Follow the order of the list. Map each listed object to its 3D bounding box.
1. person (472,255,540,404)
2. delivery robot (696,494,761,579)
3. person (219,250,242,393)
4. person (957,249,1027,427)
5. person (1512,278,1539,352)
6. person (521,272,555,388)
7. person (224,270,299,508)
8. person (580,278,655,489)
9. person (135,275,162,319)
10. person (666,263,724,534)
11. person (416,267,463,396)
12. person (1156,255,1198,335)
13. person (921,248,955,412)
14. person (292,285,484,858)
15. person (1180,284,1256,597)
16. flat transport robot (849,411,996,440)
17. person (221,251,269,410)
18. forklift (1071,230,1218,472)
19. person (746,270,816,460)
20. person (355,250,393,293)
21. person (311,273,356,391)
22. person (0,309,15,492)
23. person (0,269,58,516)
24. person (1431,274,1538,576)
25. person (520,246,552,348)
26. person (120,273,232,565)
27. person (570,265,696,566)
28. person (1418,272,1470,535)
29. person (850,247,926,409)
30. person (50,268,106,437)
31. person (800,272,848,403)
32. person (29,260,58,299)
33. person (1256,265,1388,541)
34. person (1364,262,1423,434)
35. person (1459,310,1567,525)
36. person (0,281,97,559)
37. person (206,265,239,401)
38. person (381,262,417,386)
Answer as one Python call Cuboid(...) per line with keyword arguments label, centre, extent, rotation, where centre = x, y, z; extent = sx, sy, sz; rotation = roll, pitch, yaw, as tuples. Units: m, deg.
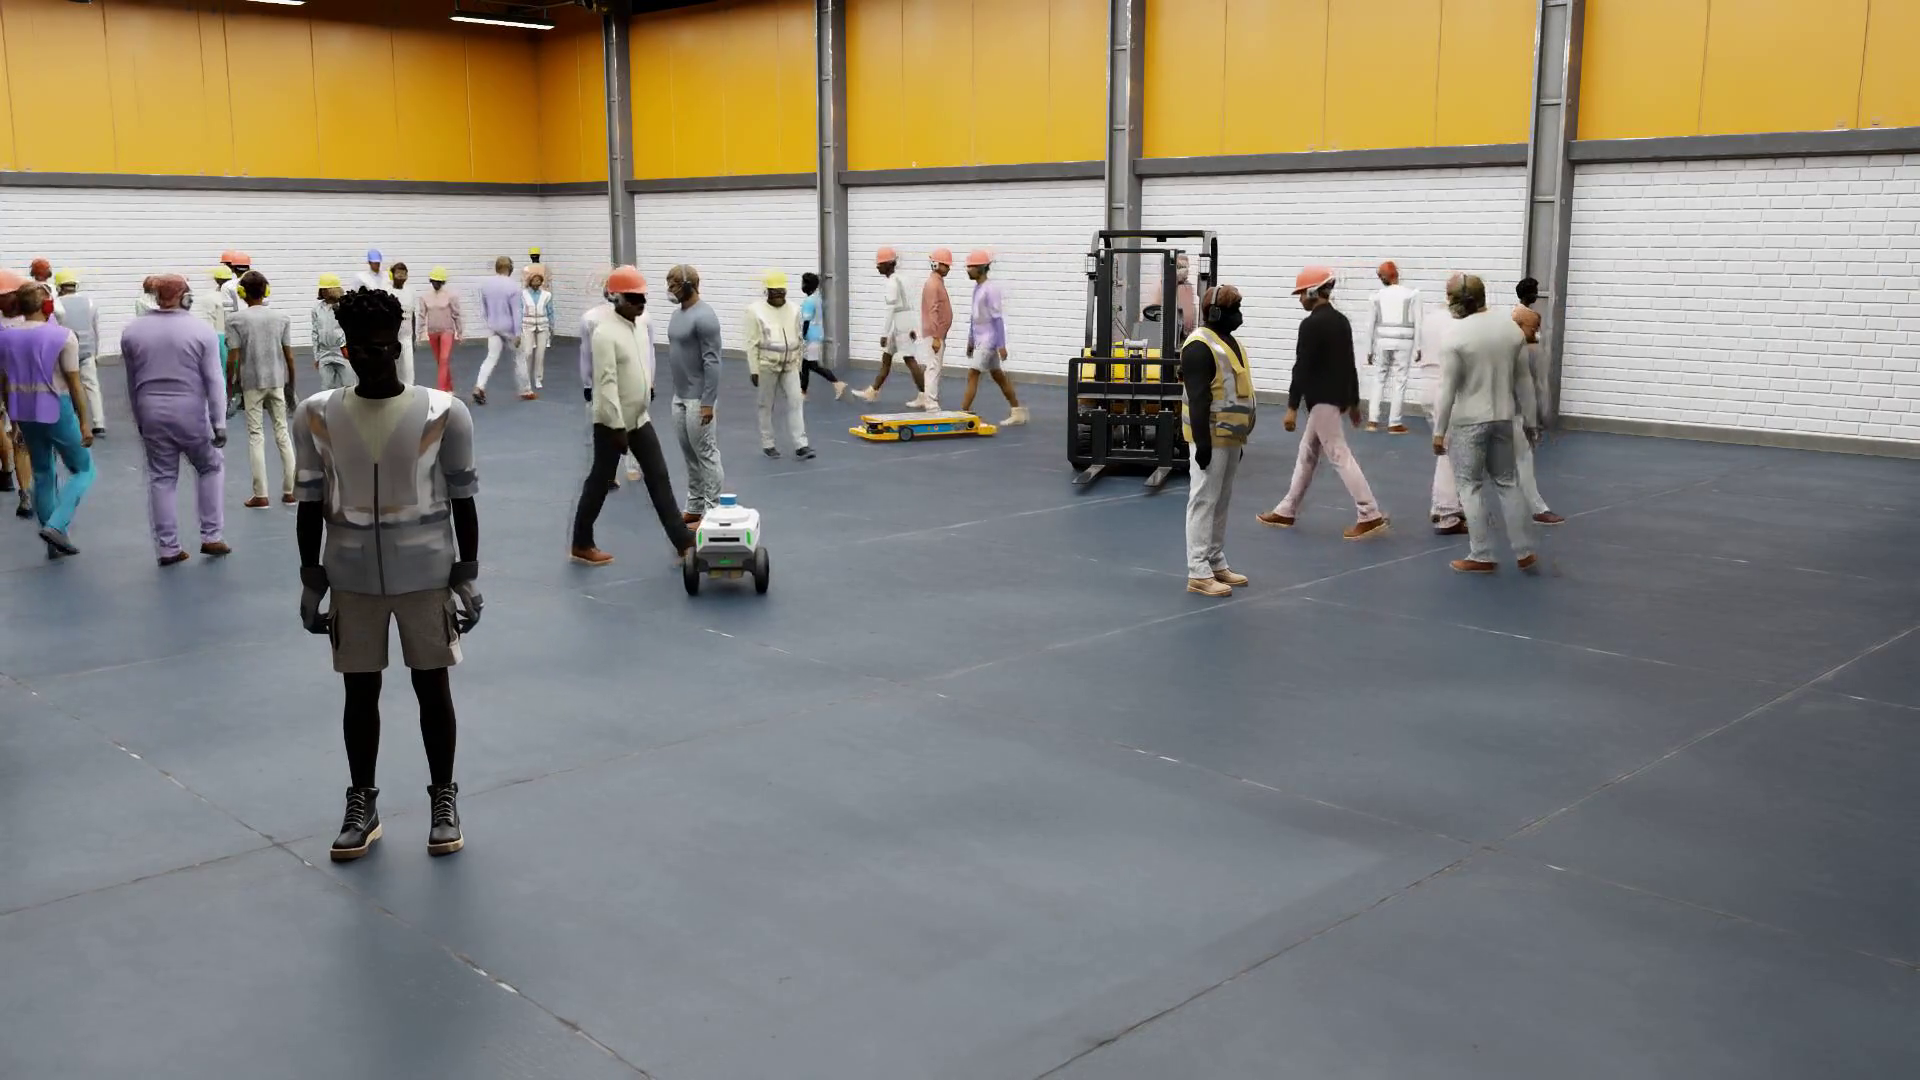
Cuboid(label="person", centre=(-5.836, -2.664, 21.126), extent=(0.640, 1.900, 1.002), rotation=(4, 11, 19))
Cuboid(label="delivery robot", centre=(-1.407, -0.036, 10.137), extent=(0.477, 0.478, 0.707), rotation=(-1, 10, -3))
Cuboid(label="person", centre=(-9.819, -2.955, 22.540), extent=(0.364, 1.935, 0.553), rotation=(4, 11, 19))
Cuboid(label="person", centre=(0.278, -2.200, 18.328), extent=(1.080, 1.981, 0.619), rotation=(-3, 11, -14))
Cuboid(label="person", centre=(5.924, -1.917, 17.565), extent=(0.320, 1.690, 0.529), rotation=(4, 11, 20))
Cuboid(label="person", centre=(-5.896, -2.913, 23.147), extent=(0.528, 1.621, 0.445), rotation=(-4, 11, -23))
Cuboid(label="person", centre=(-5.516, -1.176, 13.079), extent=(0.576, 1.861, 0.445), rotation=(-9, 14, -40))
Cuboid(label="person", centre=(-2.907, -1.346, 14.131), extent=(0.633, 1.812, 0.901), rotation=(-1, 10, -6))
Cuboid(label="person", centre=(-9.961, -2.455, 20.627), extent=(0.307, 1.639, 0.525), rotation=(4, 11, 21))
Cuboid(label="person", centre=(-1.911, -1.012, 11.955), extent=(0.361, 1.934, 0.632), rotation=(-6, 12, -31))
Cuboid(label="person", centre=(-6.712, -2.629, 21.342), extent=(0.549, 1.712, 0.919), rotation=(1, 10, 7))
Cuboid(label="person", centre=(2.688, -2.514, 20.278), extent=(0.521, 1.889, 0.647), rotation=(8, 13, 36))
Cuboid(label="person", centre=(-0.247, -2.341, 19.061), extent=(0.392, 1.985, 0.610), rotation=(1, 10, 4))
Cuboid(label="person", centre=(-1.954, 0.119, 5.698), extent=(0.614, 1.964, 0.361), rotation=(-2, 11, -9))
Cuboid(label="person", centre=(1.550, -0.599, 9.958), extent=(0.429, 1.844, 0.627), rotation=(5, 12, 27))
Cuboid(label="flat transport robot", centre=(-0.396, -1.222, 17.632), extent=(1.431, 0.197, 0.652), rotation=(-5, 11, -24))
Cuboid(label="person", centre=(-8.725, -2.553, 20.343), extent=(0.542, 1.939, 0.368), rotation=(-8, 13, -36))
Cuboid(label="forklift", centre=(1.804, -1.825, 15.677), extent=(1.214, 2.155, 2.313), rotation=(2, 11, 13))
Cuboid(label="person", centre=(-1.680, -1.629, 15.672), extent=(0.629, 1.798, 0.824), rotation=(-6, 12, -31))
Cuboid(label="person", centre=(-8.701, -3.388, 25.000), extent=(0.607, 1.901, 0.970), rotation=(-9, 14, -41))
Cuboid(label="person", centre=(-6.555, -1.924, 17.457), extent=(0.487, 1.741, 0.313), rotation=(0, 10, 1))
Cuboid(label="person", centre=(-8.106, -1.323, 13.667), extent=(0.374, 1.928, 0.542), rotation=(4, 11, 18))
Cuboid(label="person", centre=(-7.252, -1.156, 12.915), extent=(0.566, 1.881, 1.064), rotation=(-4, 11, -21))
Cuboid(label="person", centre=(3.297, -0.715, 10.446), extent=(0.710, 1.895, 0.479), rotation=(-4, 11, -21))
Cuboid(label="person", centre=(-8.005, -4.582, 31.448), extent=(0.589, 1.924, 0.384), rotation=(-5, 11, -25))
Cuboid(label="person", centre=(-5.102, -0.795, 10.908), extent=(0.681, 1.882, 0.638), rotation=(-1, 10, -3))
Cuboid(label="person", centre=(-2.095, -0.775, 10.645), extent=(1.040, 1.933, 0.651), rotation=(4, 11, 20))
Cuboid(label="person", centre=(3.587, -0.990, 12.037), extent=(0.554, 1.873, 0.653), rotation=(-4, 11, -22))
Cuboid(label="person", centre=(-0.867, -2.594, 20.443), extent=(1.102, 1.976, 0.622), rotation=(1, 10, 5))
Cuboid(label="person", centre=(-9.404, -1.975, 17.623), extent=(0.947, 1.777, 0.619), rotation=(7, 13, 34))
Cuboid(label="person", centre=(-1.825, -2.558, 21.091), extent=(0.744, 1.673, 0.537), rotation=(0, 10, 1))
Cuboid(label="person", centre=(-10.932, -2.425, 19.933), extent=(0.599, 1.828, 0.970), rotation=(-4, 11, -22))
Cuboid(label="person", centre=(2.618, -0.978, 11.808), extent=(1.060, 1.930, 0.662), rotation=(8, 13, 36))
Cuboid(label="person", centre=(4.656, -2.054, 17.887), extent=(0.619, 1.855, 0.386), rotation=(6, 12, 31))
Cuboid(label="person", centre=(4.166, -0.930, 12.476), extent=(0.860, 1.583, 0.506), rotation=(7, 13, 34))
Cuboid(label="person", centre=(-5.988, -0.772, 10.906), extent=(0.592, 1.833, 0.428), rotation=(1, 10, 6))
Cuboid(label="person", centre=(-9.431, -2.649, 21.385), extent=(0.443, 1.744, 0.576), rotation=(5, 11, 24))
Cuboid(label="person", centre=(-6.923, -2.502, 20.415), extent=(0.531, 1.824, 0.969), rotation=(-8, 13, -36))
